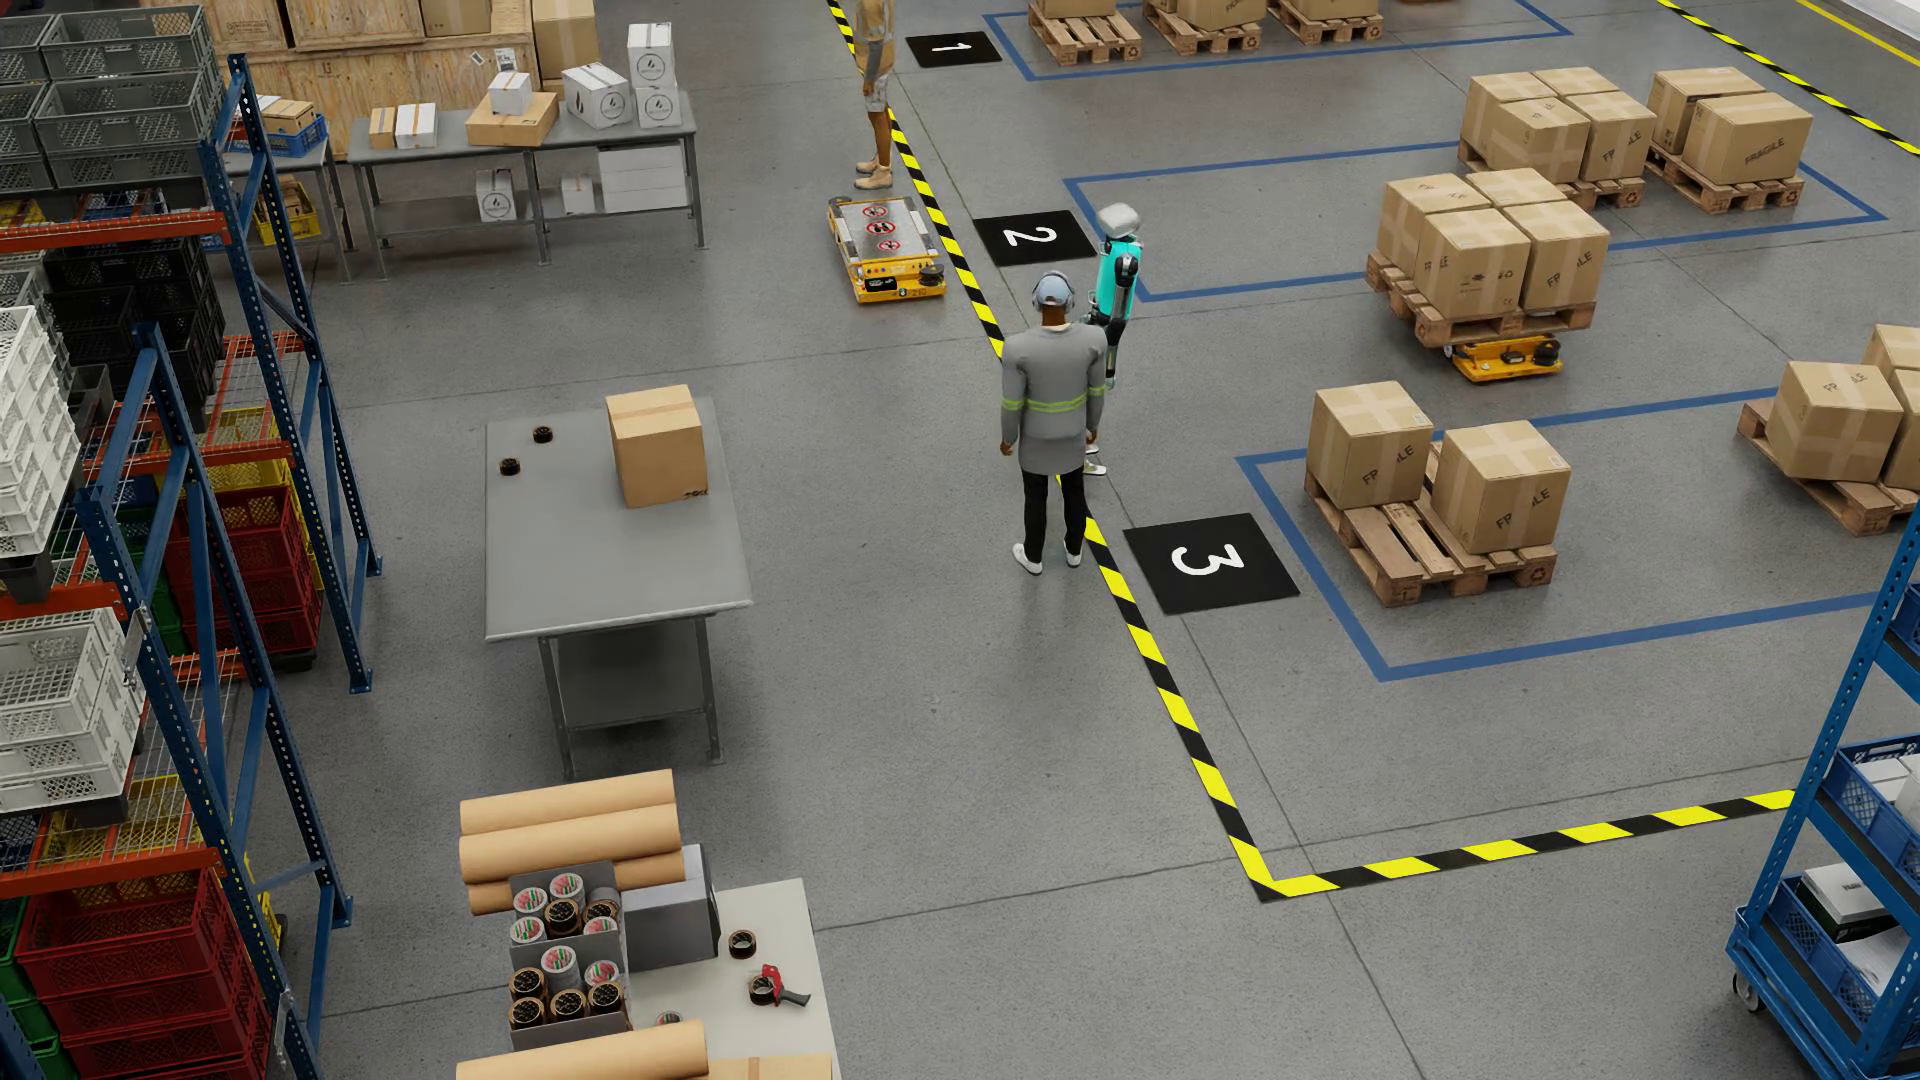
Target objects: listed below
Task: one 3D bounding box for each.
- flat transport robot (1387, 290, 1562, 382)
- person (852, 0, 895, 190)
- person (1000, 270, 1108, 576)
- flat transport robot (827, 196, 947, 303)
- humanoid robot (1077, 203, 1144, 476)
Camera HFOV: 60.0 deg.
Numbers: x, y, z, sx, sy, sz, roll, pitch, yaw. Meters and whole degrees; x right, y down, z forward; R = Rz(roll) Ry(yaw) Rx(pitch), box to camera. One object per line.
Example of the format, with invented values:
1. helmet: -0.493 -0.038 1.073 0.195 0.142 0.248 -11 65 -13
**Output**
1. flat transport robot: 3.576 -1.576 11.649 0.652 0.197 1.431 -8 37 -10
2. person: -0.696 -3.783 13.150 0.360 2.047 0.612 1 37 1
3. person: 0.495 -0.628 9.074 0.587 1.849 0.396 -8 37 -10
4. flat transport robot: -0.570 -2.220 12.538 0.659 0.231 1.431 -8 37 -10
5. humanoid robot: 0.669 -1.157 9.766 0.735 1.677 0.533 -1 37 -2
